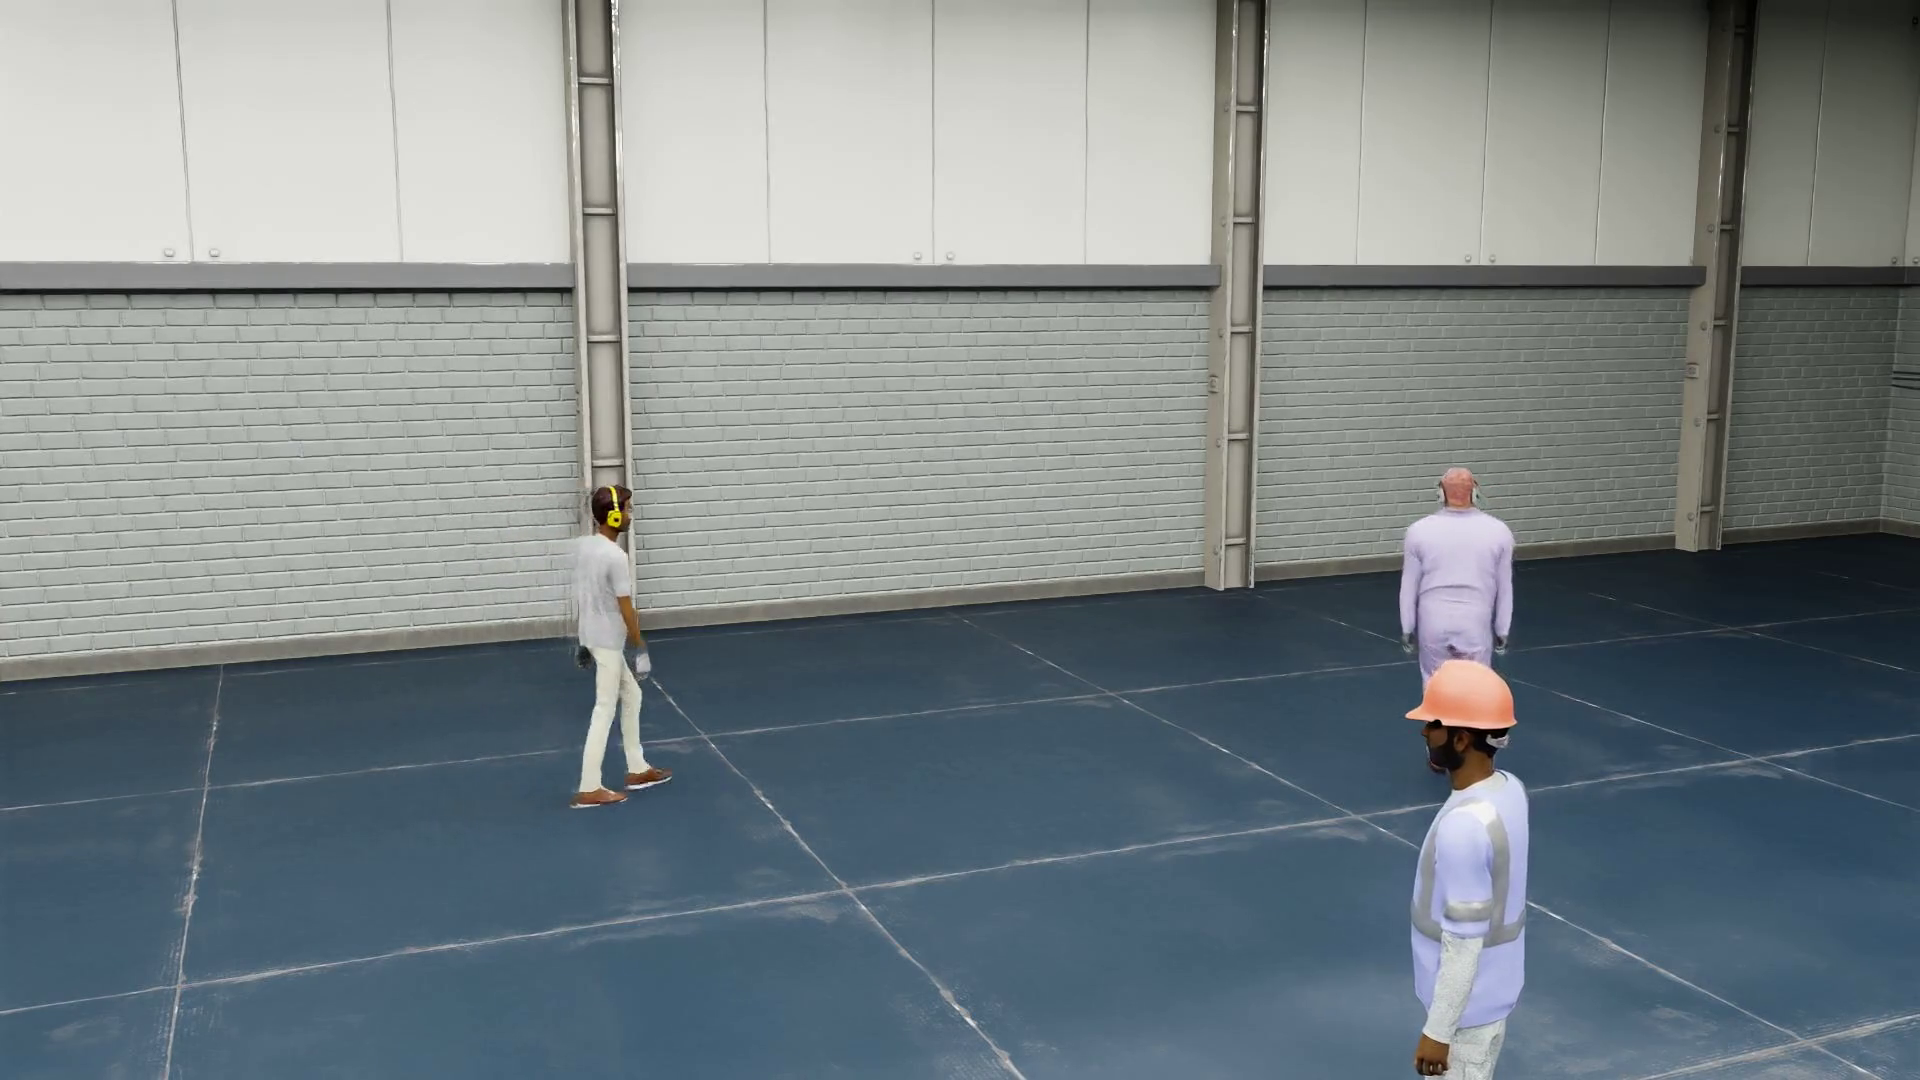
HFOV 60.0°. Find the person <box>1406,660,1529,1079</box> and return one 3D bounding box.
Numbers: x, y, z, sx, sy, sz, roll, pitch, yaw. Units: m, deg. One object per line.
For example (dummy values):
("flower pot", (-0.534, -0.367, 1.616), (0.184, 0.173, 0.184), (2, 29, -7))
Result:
("person", (1.447, 1.303, 4.856), (0.362, 1.937, 0.547), (5, 10, 28))

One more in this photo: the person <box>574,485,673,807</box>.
("person", (-1.913, 0.597, 9.586), (0.782, 1.841, 0.550), (-6, 11, -33))

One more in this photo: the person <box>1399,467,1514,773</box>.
("person", (2.969, 0.506, 10.000), (0.659, 1.887, 0.533), (2, 9, 15))
